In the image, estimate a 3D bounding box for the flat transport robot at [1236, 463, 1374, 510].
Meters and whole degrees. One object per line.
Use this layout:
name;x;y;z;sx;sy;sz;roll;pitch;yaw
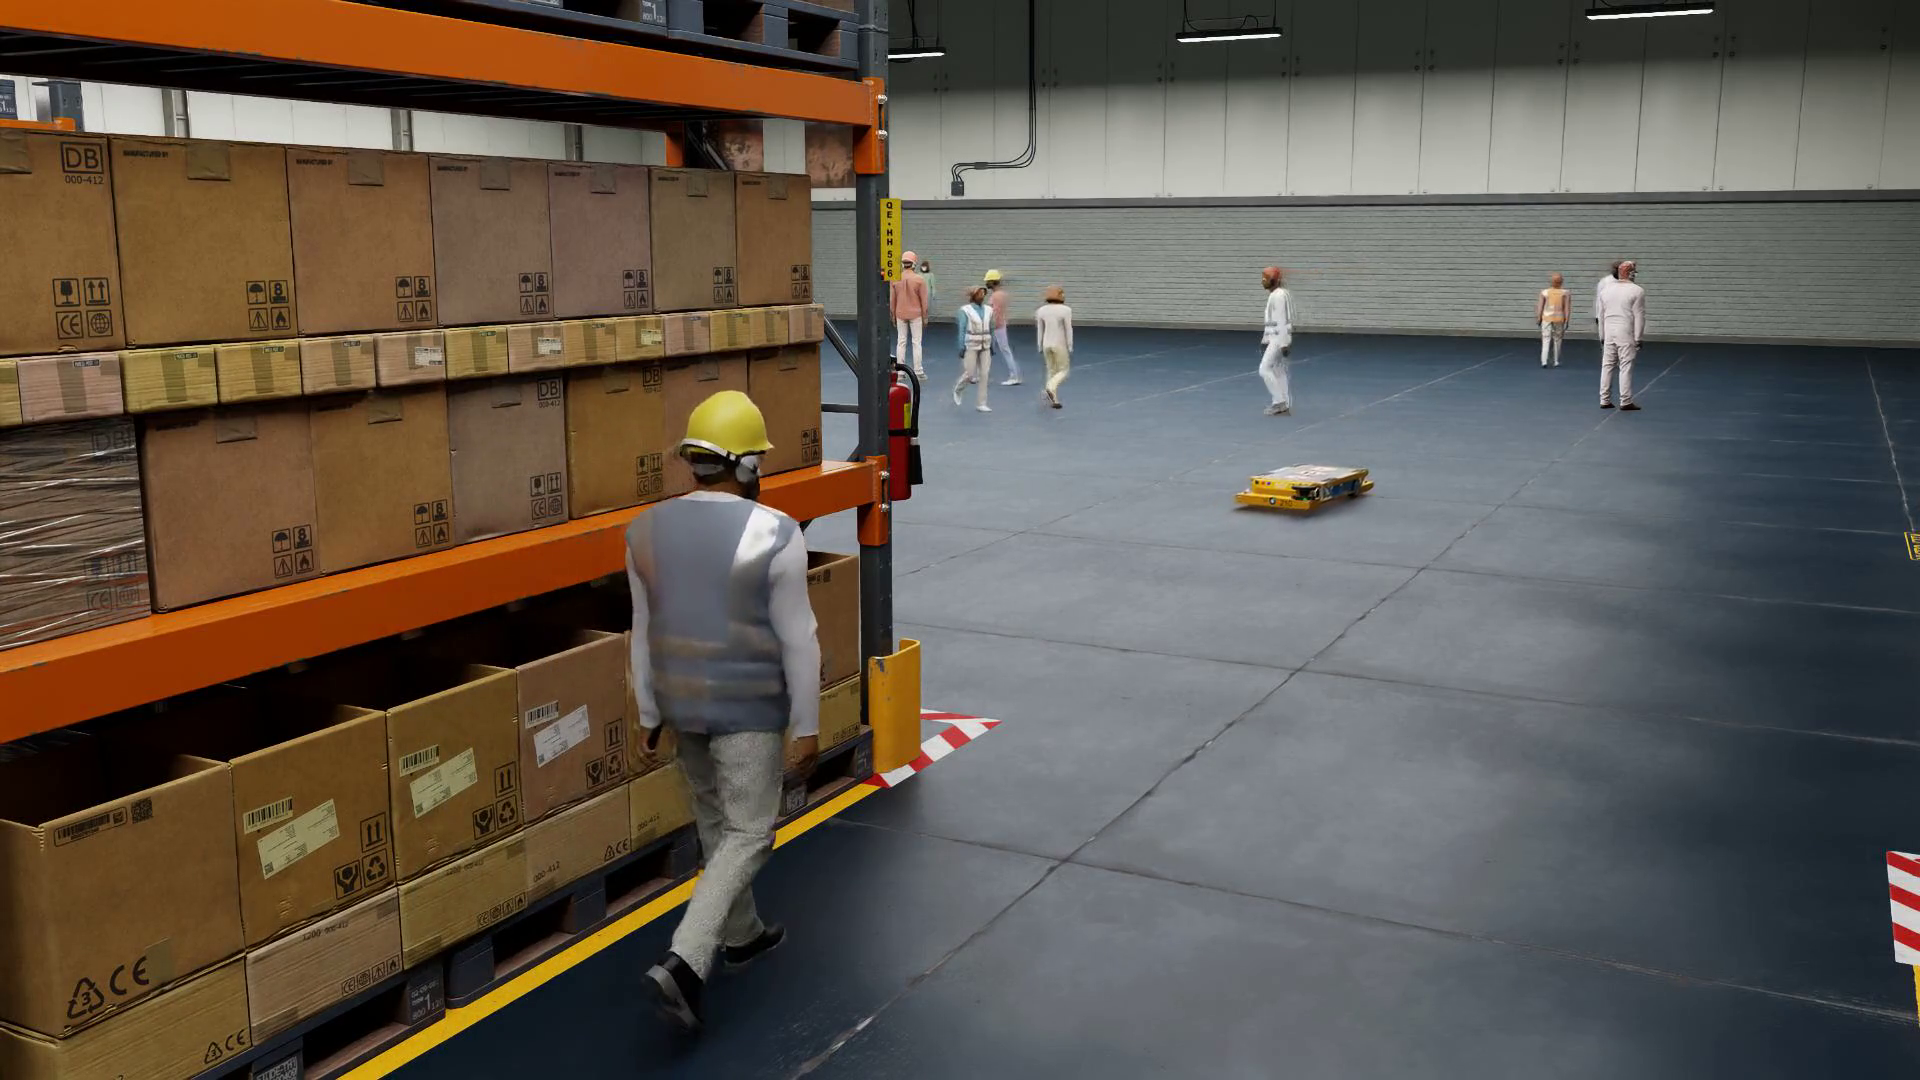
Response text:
flat transport robot;2.948;-0.467;14.119;0.652;0.197;1.431;7;12;34

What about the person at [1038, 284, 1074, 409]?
person;1.202;-2.469;21.334;0.513;1.620;0.483;8;13;36

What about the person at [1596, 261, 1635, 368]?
person;11.137;-3.794;28.098;0.632;1.797;0.928;-1;10;-7

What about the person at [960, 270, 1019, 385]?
person;0.472;-3.158;24.819;0.895;1.712;0.547;-2;11;-10

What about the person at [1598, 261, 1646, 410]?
person;8.542;-2.628;21.442;0.399;1.909;0.642;-7;12;-32

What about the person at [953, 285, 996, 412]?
person;0.186;-2.454;21.271;0.521;1.621;0.522;-7;13;-34

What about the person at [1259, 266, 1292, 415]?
person;3.932;-2.476;20.747;0.497;1.864;0.582;2;11;9

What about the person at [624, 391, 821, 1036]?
person;-0.706;0.482;4.771;0.600;1.807;0.807;5;11;24

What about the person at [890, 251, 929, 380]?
person;-0.777;-3.467;25.777;0.611;1.995;0.377;3;11;17

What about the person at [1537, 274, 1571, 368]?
person;10.080;-3.721;28.253;0.529;1.599;0.833;4;11;22

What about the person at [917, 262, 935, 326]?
person;-0.861;-6.024;40.818;0.497;1.589;0.863;4;11;19
